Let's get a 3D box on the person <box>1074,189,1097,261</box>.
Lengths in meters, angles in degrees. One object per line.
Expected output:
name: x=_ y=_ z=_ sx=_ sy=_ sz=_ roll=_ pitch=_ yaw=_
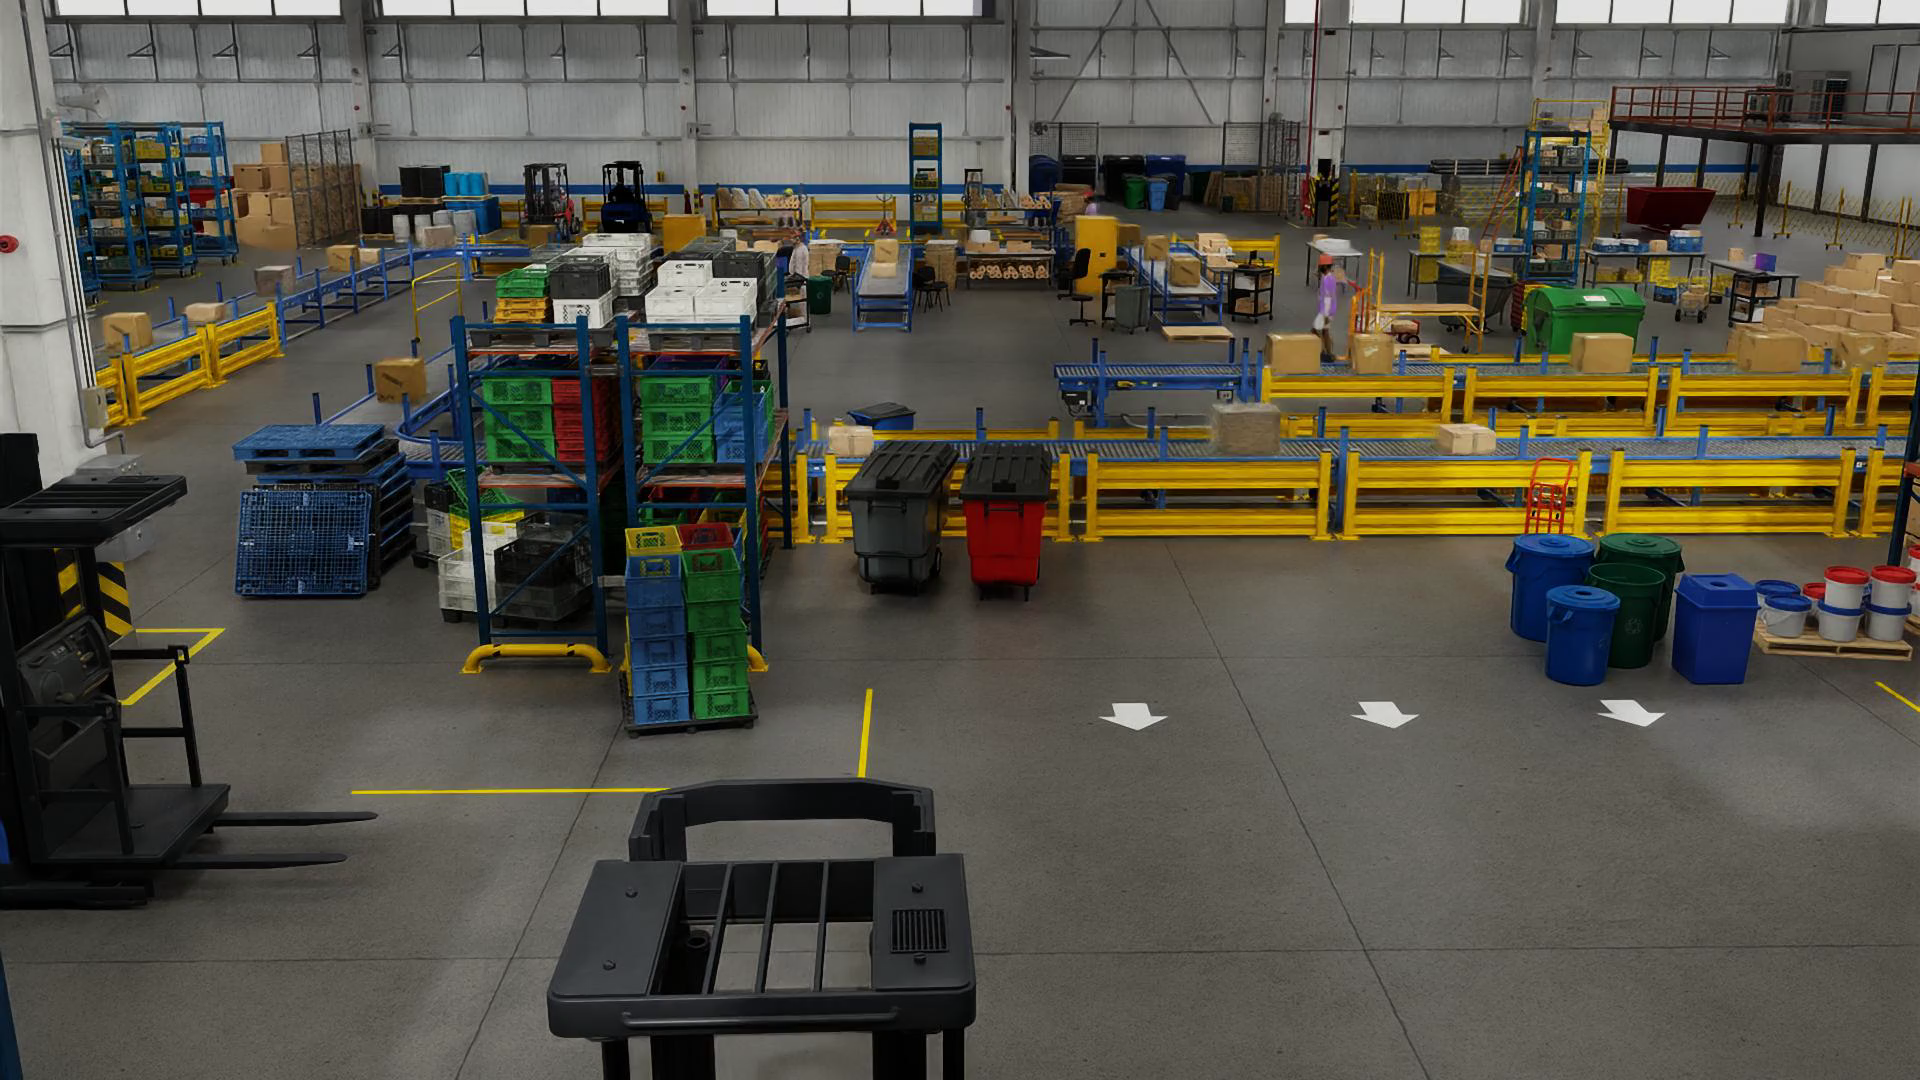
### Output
person: x=3.278 y=-7.861 z=42.016 sx=1.074 sy=1.989 sz=0.621 roll=3 pitch=16 yaw=10

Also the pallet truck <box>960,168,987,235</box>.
pallet truck: x=0.383 y=-10.230 z=50.206 sx=0.823 sy=1.965 sz=1.885 roll=-1 pitch=16 yaw=-3

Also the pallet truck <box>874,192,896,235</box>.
pallet truck: x=-2.277 y=-9.986 z=50.594 sx=0.653 sy=1.274 sz=1.630 roll=0 pitch=16 yaw=-1

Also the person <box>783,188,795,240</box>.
person: x=-4.691 y=-8.715 z=45.390 sx=0.430 sy=1.756 sz=0.531 roll=-9 pitch=18 yaw=-28

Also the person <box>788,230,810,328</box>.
person: x=-3.157 y=-5.105 z=32.587 sx=0.396 sy=1.899 sz=0.644 roll=0 pitch=16 yaw=-1

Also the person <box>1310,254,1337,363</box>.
person: x=6.189 y=-3.917 z=28.408 sx=0.519 sy=1.916 sz=0.562 roll=5 pitch=17 yaw=16

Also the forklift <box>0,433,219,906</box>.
forklift: x=-5.952 y=0.780 z=10.366 sx=1.873 sy=2.768 sz=1.129 roll=0 pitch=16 yaw=-1

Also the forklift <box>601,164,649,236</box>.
forklift: x=-9.948 y=-10.127 z=49.296 sx=1.157 sy=1.987 sz=2.680 roll=-1 pitch=16 yaw=-3

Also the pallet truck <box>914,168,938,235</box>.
pallet truck: x=-0.989 y=-10.316 z=50.507 sx=0.823 sy=1.965 sz=1.885 roll=1 pitch=16 yaw=3

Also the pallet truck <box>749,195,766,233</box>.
pallet truck: x=-6.051 y=-9.967 z=50.660 sx=0.680 sy=1.201 sz=1.601 roll=0 pitch=16 yaw=-1

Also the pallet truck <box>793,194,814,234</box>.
pallet truck: x=-4.814 y=-9.883 z=50.259 sx=0.704 sy=1.261 sz=1.522 roll=-1 pitch=16 yaw=-3

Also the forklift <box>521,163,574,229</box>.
forklift: x=-12.233 y=-10.122 z=49.298 sx=1.157 sy=1.987 sz=2.680 roll=0 pitch=16 yaw=-1

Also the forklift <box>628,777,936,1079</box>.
forklift: x=-0.542 y=2.165 z=5.552 sx=1.129 sy=2.768 sz=1.873 roll=-1 pitch=16 yaw=-2
